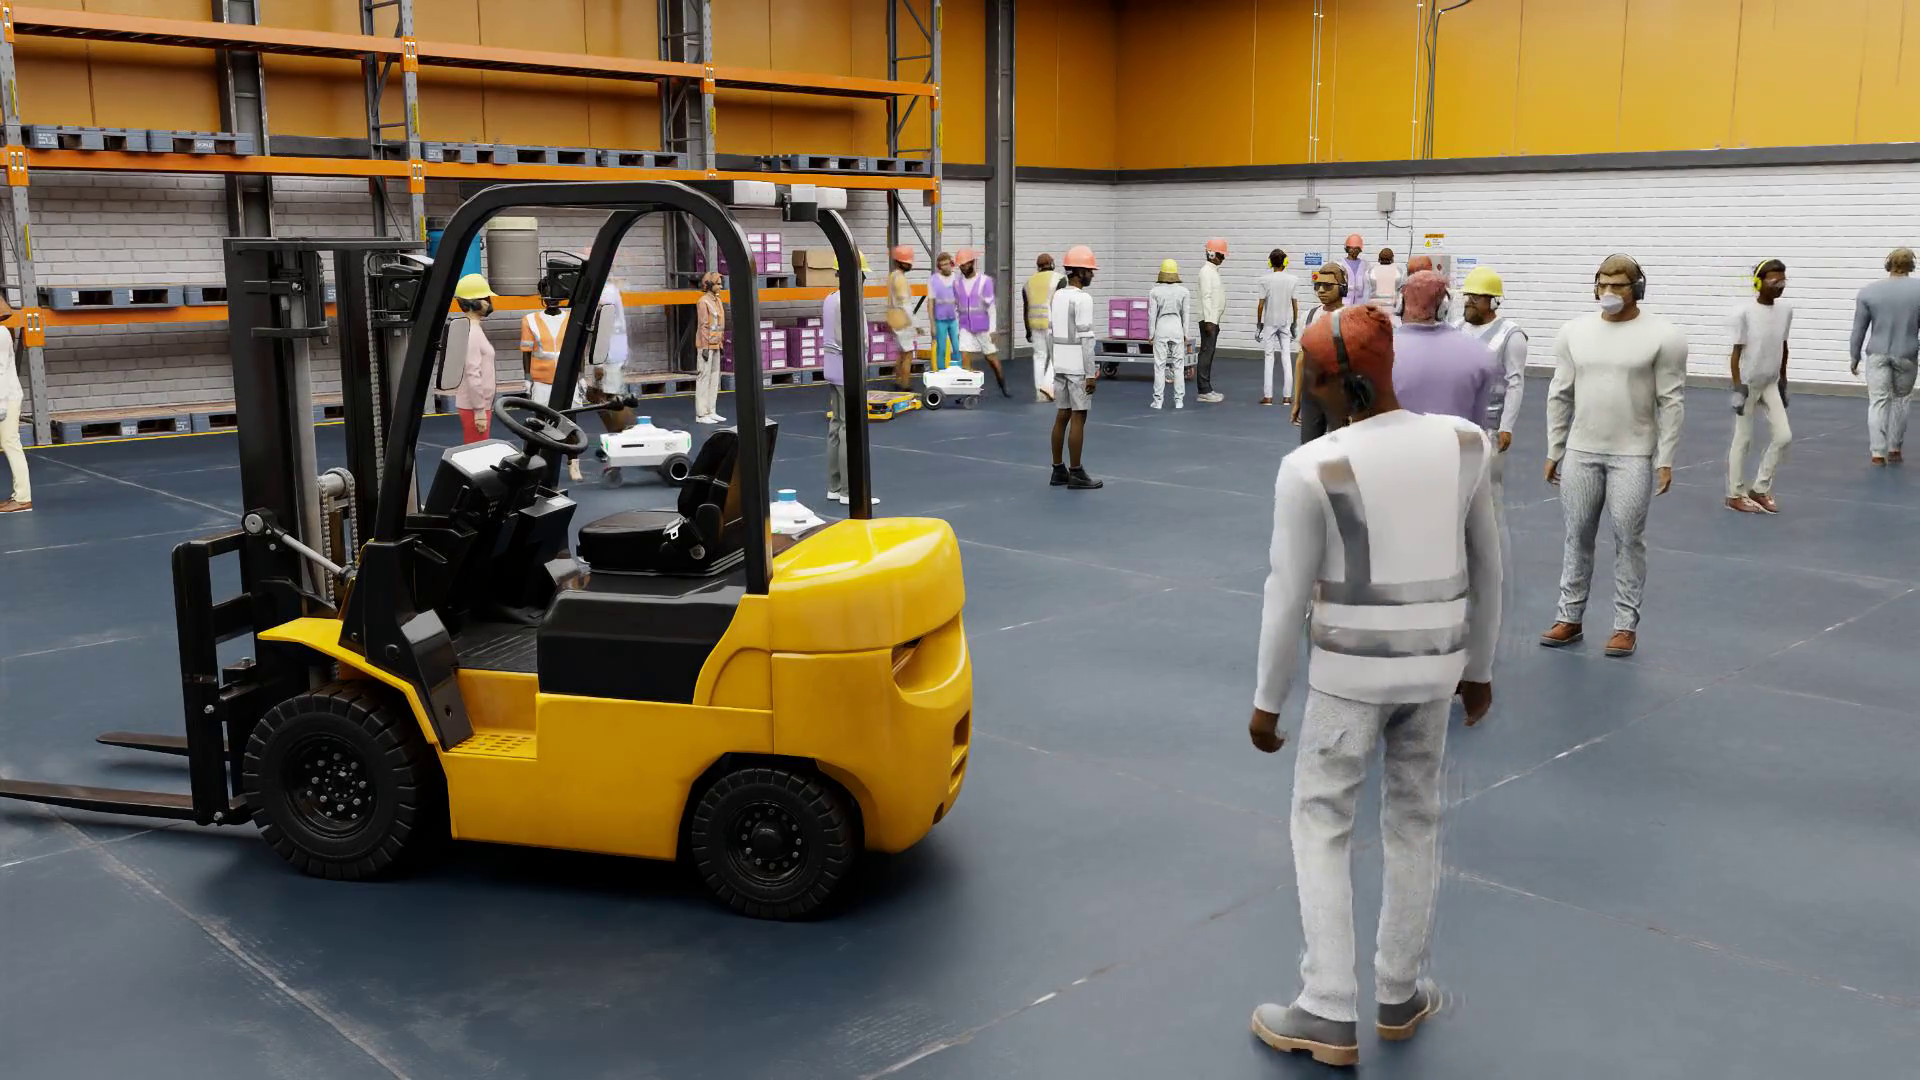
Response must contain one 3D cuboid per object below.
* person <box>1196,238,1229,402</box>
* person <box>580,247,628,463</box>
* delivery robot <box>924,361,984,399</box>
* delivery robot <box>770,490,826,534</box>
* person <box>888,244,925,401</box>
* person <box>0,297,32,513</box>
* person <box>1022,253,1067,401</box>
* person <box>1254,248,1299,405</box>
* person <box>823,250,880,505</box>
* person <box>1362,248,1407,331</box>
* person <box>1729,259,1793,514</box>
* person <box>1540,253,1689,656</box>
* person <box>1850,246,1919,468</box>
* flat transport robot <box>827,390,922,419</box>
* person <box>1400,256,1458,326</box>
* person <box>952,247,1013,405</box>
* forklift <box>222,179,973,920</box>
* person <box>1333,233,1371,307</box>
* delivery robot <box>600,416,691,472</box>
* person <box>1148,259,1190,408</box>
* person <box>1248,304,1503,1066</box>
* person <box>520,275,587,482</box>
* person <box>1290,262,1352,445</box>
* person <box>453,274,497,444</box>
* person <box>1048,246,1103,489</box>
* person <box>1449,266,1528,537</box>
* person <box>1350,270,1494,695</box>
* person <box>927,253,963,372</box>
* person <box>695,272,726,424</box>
[{"bbox_3d":[3.079,-2.688,20.351,0.388,1.987,0.608,3,11,16],"label":"person"},{"bbox_3d":[-3.143,-1.626,14.741,0.504,1.913,0.562,-2,11,-10],"label":"person"},{"bbox_3d":[-0.067,-1.851,19.438,0.707,0.478,0.477,0,10,1],"label":"delivery robot"},{"bbox_3d":[-0.992,-0.047,9.579,0.477,0.478,0.707,-5,12,-21],"label":"delivery robot"},{"bbox_3d":[-0.641,-2.622,20.210,0.467,1.908,0.584,-1,10,-7],"label":"person"},{"bbox_3d":[-7.029,-1.011,12.195,0.280,1.624,0.493,-7,13,-34],"label":"person"},{"bbox_3d":[1.030,-2.584,20.306,0.667,1.802,0.578,7,12,33],"label":"person"},{"bbox_3d":[3.779,-2.538,19.887,0.521,1.859,0.336,0,10,-1],"label":"person"},{"bbox_3d":[-0.835,-1.223,12.521,0.366,1.926,0.593,-5,11,-24],"label":"person"},{"bbox_3d":[6.055,-3.239,23.751,0.627,1.844,0.429,2,11,10],"label":"person"},{"bbox_3d":[5.829,-1.094,12.024,0.559,1.848,0.553,-3,11,-14],"label":"person"},{"bbox_3d":[3.145,-0.409,8.054,0.635,1.936,0.355,9,13,39],"label":"person"},{"bbox_3d":[8.202,-1.611,14.663,0.655,1.914,0.802,5,12,26],"label":"person"},{"bbox_3d":[-0.949,-1.527,18.698,0.652,0.197,1.431,3,11,15],"label":"flat transport robot"},{"bbox_3d":[4.180,-1.592,14.775,0.701,1.835,0.368,-4,11,-22],"label":"person"},{"bbox_3d":[0.222,-2.589,20.143,0.592,1.893,0.925,5,11,24],"label":"person"},{"bbox_3d":[-1.114,-0.058,5.440,2.313,2.155,1.214,2,11,13],"label":"forklift"},{"bbox_3d":[5.684,-3.423,24.201,0.608,2.045,0.369,-2,11,-11],"label":"person"},{"bbox_3d":[-2.550,-0.759,13.482,0.707,0.478,0.477,-3,11,-17],"label":"delivery robot"},{"bbox_3d":[2.442,-2.413,19.507,0.488,1.746,0.287,-1,10,-3],"label":"person"},{"bbox_3d":[1.033,0.364,4.077,0.647,1.858,0.382,-2,11,-13],"label":"person"},{"bbox_3d":[-3.315,-1.309,13.612,0.540,1.700,0.316,-3,11,-18],"label":"person"},{"bbox_3d":[2.424,-0.900,10.984,0.508,1.846,0.345,8,13,39],"label":"person"},{"bbox_3d":[-3.181,-0.866,11.008,0.298,1.772,0.533,-3,11,-15],"label":"person"},{"bbox_3d":[0.934,-1.376,13.333,0.363,1.934,0.553,-6,12,-28],"label":"person"},{"bbox_3d":[3.132,-0.742,10.151,0.404,1.836,0.590,-8,13,-36],"label":"person"},{"bbox_3d":[2.044,-0.246,7.369,0.670,1.874,0.775,-1,10,-6],"label":"person"},{"bbox_3d":[-0.180,-2.867,21.848,0.596,1.788,0.689,-5,11,-24],"label":"person"},{"bbox_3d":[-2.695,-2.069,17.958,0.319,1.628,0.515,2,11,11],"label":"person"}]
